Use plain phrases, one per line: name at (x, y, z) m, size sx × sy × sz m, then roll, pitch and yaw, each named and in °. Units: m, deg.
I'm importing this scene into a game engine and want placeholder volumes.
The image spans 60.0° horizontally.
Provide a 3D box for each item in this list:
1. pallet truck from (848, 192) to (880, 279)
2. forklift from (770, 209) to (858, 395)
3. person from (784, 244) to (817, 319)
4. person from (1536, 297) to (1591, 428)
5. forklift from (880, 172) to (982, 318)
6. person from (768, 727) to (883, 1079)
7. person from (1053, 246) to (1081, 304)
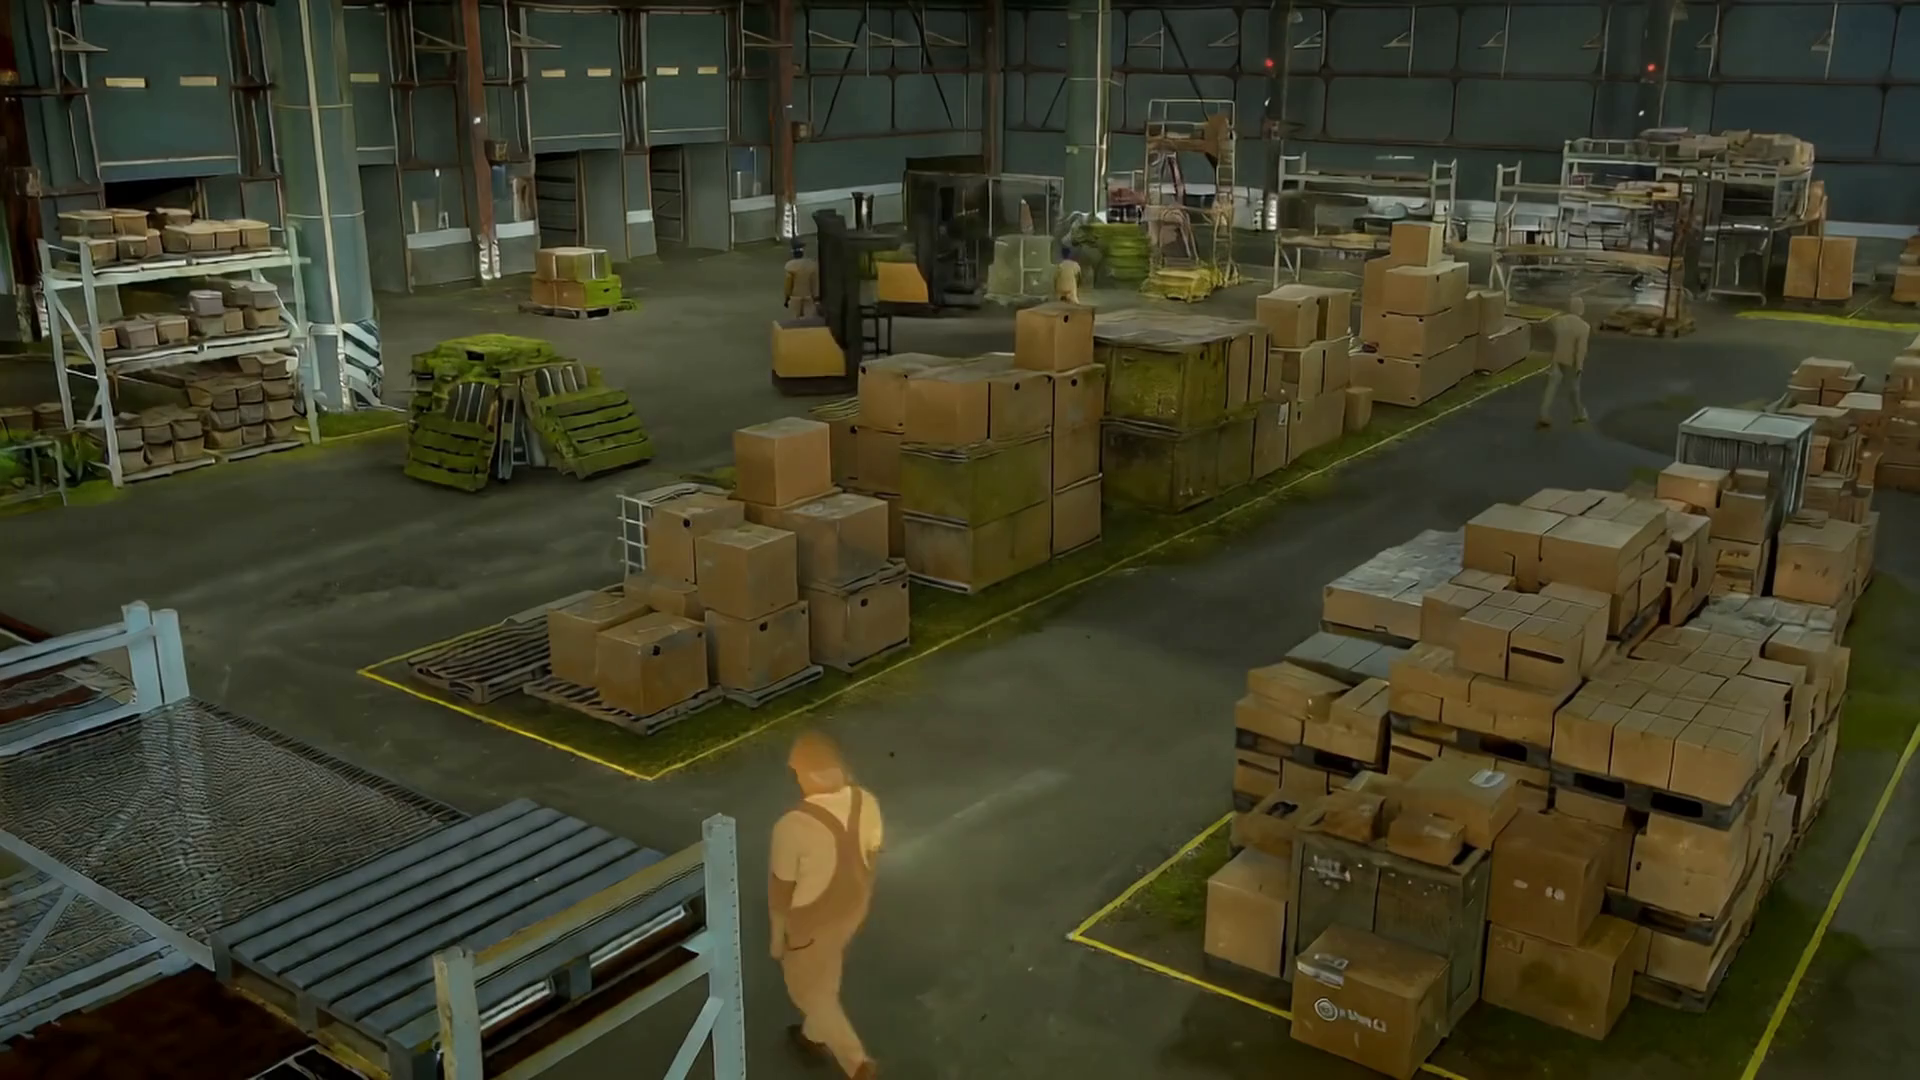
pallet truck at (-1.936, -7.159, 38.982) m, size 1.885 × 1.965 × 0.823 m, roll -12°, pitch 21°, yaw -34°
forklift at (-2.039, -3.792, 26.331) m, size 1.873 × 2.768 × 1.129 m, roll -4°, pitch 17°, yaw -13°
person at (-2.842, -4.310, 29.673) m, size 0.634 × 1.930 × 0.384 m, roll -9°, pitch 19°, yaw -28°
person at (8.736, -2.553, 23.945) m, size 1.018 × 1.892 × 0.638 m, roll -13°, pitch 21°, yaw -36°
forklift at (-0.599, -5.971, 33.546) m, size 1.873 × 2.768 × 1.129 m, roll 5°, pitch 18°, yaw 16°
person at (-0.690, 1.941, 8.778) m, size 0.845 × 2.000 × 0.687 m, roll 15°, pitch 22°, yaw 40°
person at (2.011, -4.747, 31.578) m, size 0.551 × 1.643 × 0.879 m, roll -3°, pitch 17°, yaw -8°
